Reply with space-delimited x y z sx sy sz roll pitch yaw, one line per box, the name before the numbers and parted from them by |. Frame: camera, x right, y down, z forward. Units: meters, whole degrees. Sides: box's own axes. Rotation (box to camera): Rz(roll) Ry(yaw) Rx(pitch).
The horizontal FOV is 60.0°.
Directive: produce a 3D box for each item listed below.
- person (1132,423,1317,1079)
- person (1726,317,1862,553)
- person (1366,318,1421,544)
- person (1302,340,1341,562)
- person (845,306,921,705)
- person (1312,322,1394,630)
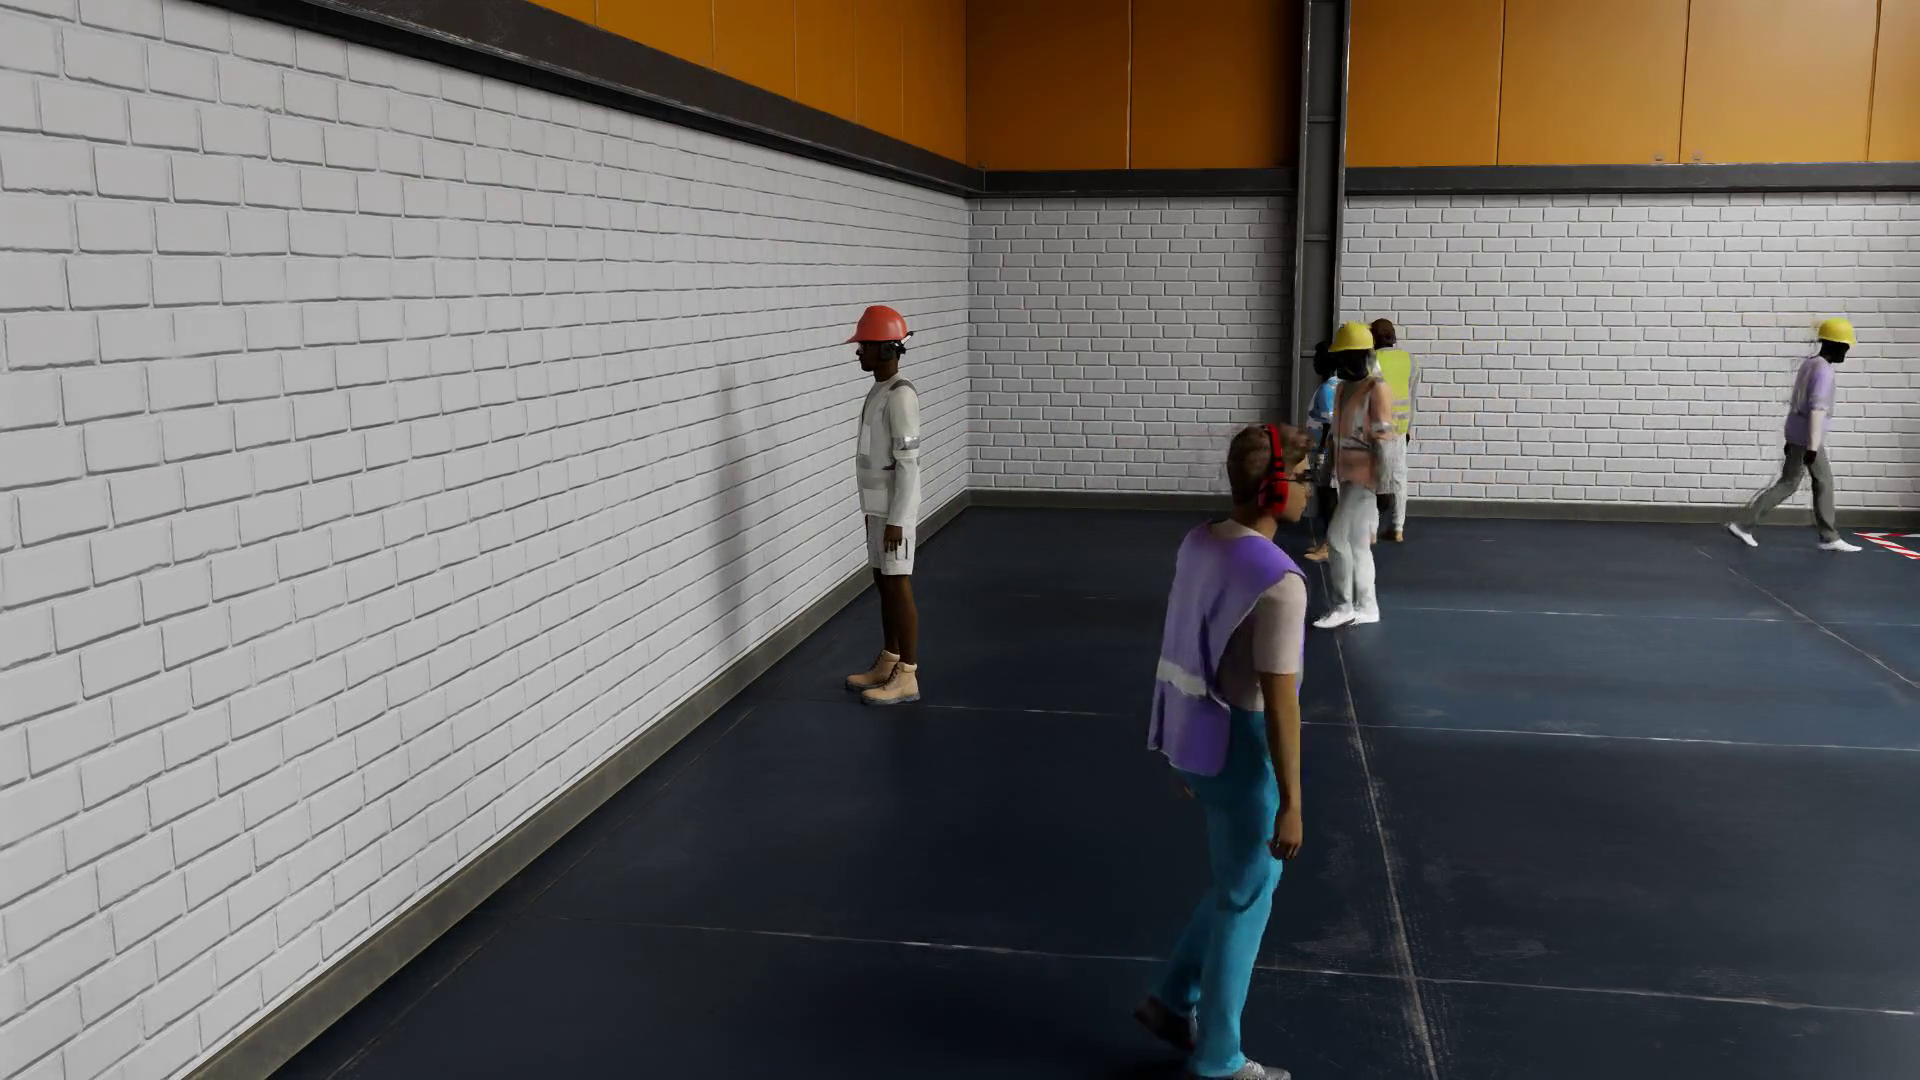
person | 0.738 0.599 4.424 0.446 1.825 0.592 -2 9 -15
person | 6.656 -0.833 13.198 0.943 1.875 0.639 4 10 24
person | 3.438 -0.885 13.609 0.620 1.840 0.430 -4 10 -22
person | 2.802 -0.677 12.751 0.316 1.696 0.541 3 10 18
person | -0.392 -0.176 8.570 0.375 2.044 0.605 -3 10 -16
person | 2.366 -0.385 10.289 0.661 1.902 0.608 -2 9 -11
